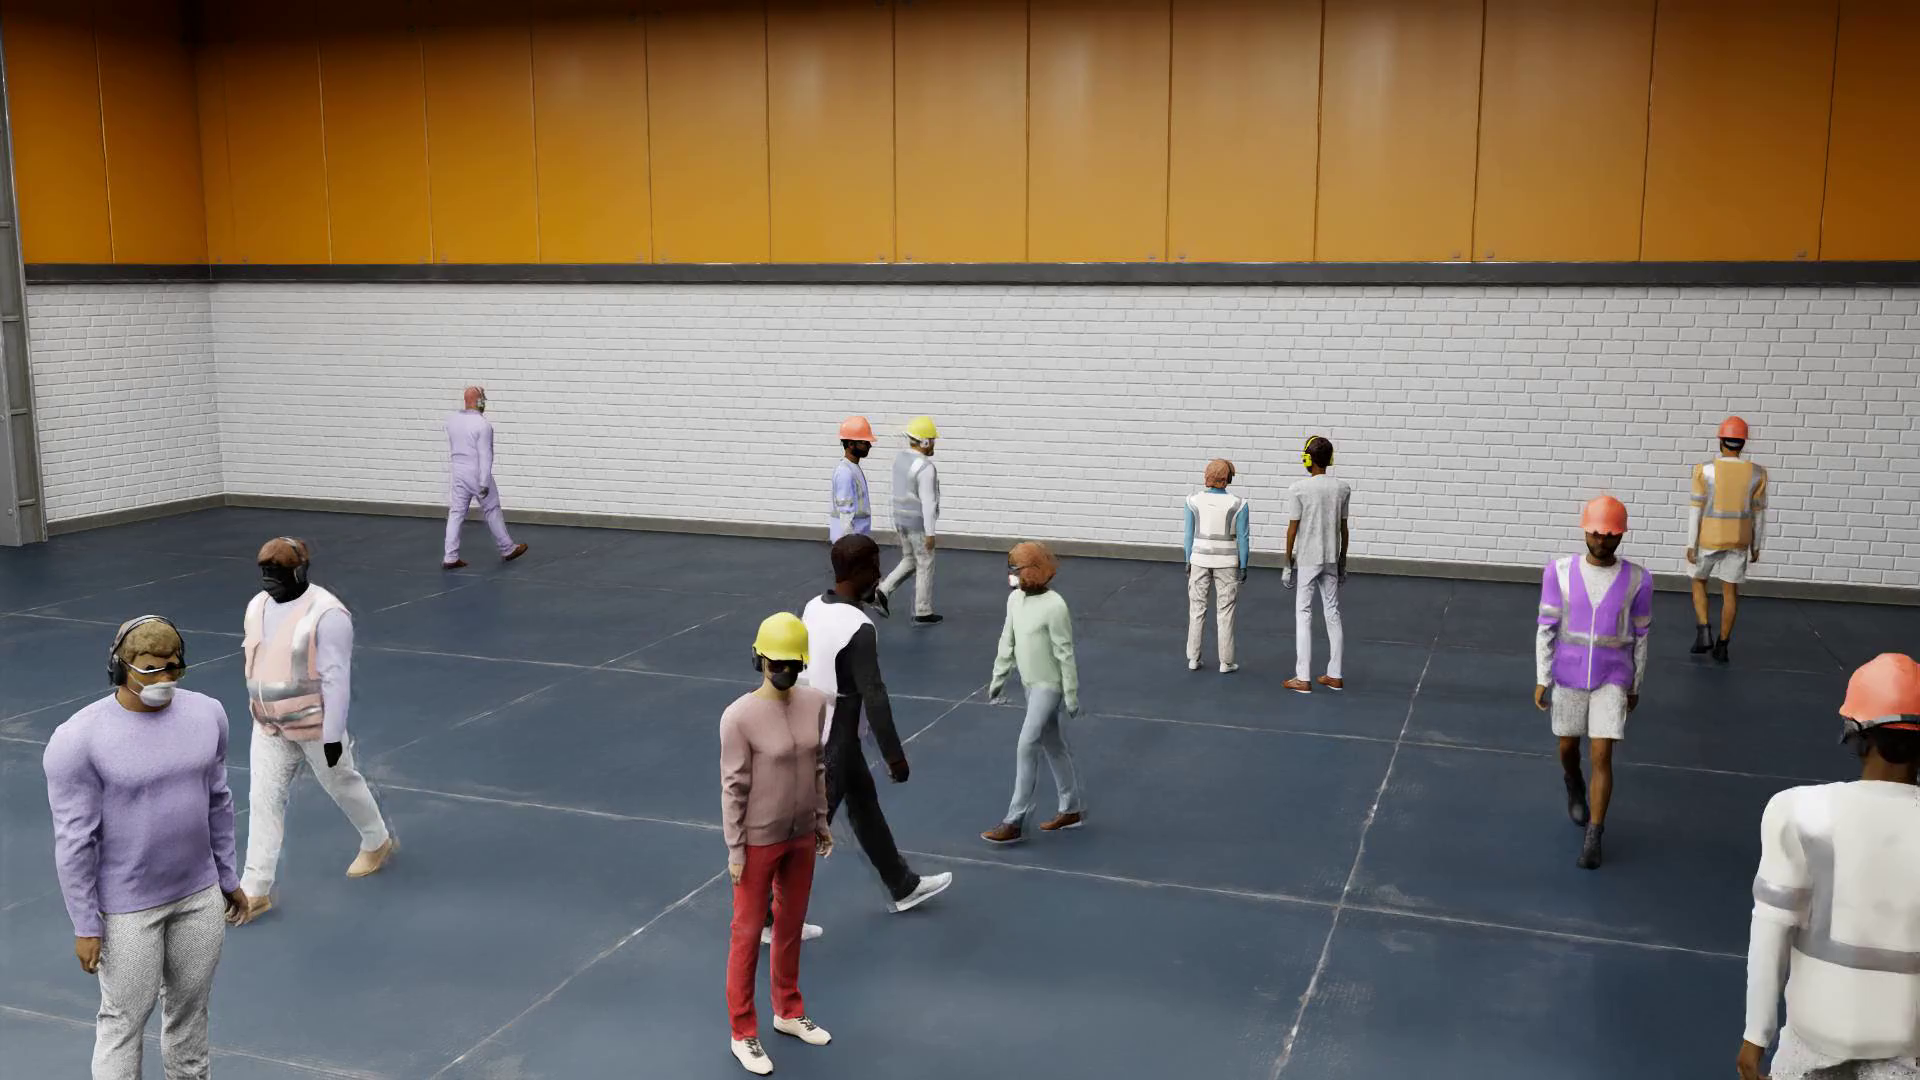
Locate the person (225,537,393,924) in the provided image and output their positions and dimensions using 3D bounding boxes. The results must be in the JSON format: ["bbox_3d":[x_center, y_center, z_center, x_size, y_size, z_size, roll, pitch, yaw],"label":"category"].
[{"bbox_3d":[-3.146,0.859,8.032,0.631,1.795,1.001,4,10,23],"label":"person"}]

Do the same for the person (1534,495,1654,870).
[{"bbox_3d":[3.325,0.688,8.746,0.545,1.909,0.877,4,10,25],"label":"person"}]

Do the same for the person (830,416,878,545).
[{"bbox_3d":[-0.812,0.008,12.837,0.373,1.935,0.552,0,9,0],"label":"person"}]

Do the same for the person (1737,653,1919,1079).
[{"bbox_3d":[2.528,1.292,4.663,0.641,1.997,1.019,3,10,21],"label":"person"}]

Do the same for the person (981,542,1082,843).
[{"bbox_3d":[0.343,0.812,8.884,0.786,1.593,0.511,-4,10,-25],"label":"person"}]

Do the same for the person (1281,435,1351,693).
[{"bbox_3d":[2.587,0.177,12.063,0.509,1.859,0.354,-3,10,-18],"label":"person"}]

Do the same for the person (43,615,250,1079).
[{"bbox_3d":[-2.652,1.192,5.506,0.371,1.934,0.627,5,10,29],"label":"person"}]

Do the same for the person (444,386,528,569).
[{"bbox_3d":[-4.970,-0.655,17.200,0.664,1.860,0.998,5,11,30],"label":"person"}]

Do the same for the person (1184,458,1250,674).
[{"bbox_3d":[1.934,0.200,12.590,0.514,1.634,0.313,4,10,23],"label":"person"}]

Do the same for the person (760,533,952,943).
[{"bbox_3d":[-0.491,0.893,7.585,1.027,1.858,0.610,-4,10,-22],"label":"person"}]

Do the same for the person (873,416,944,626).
[{"bbox_3d":[-0.427,-0.146,14.169,0.569,1.816,0.615,-6,11,-31],"label":"person"}]

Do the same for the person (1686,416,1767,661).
[{"bbox_3d":[5.961,-0.006,12.973,0.559,1.921,0.396,2,9,14],"label":"person"}]

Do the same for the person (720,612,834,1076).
[{"bbox_3d":[-0.684,1.138,6.377,0.333,1.763,0.527,8,12,41],"label":"person"}]
